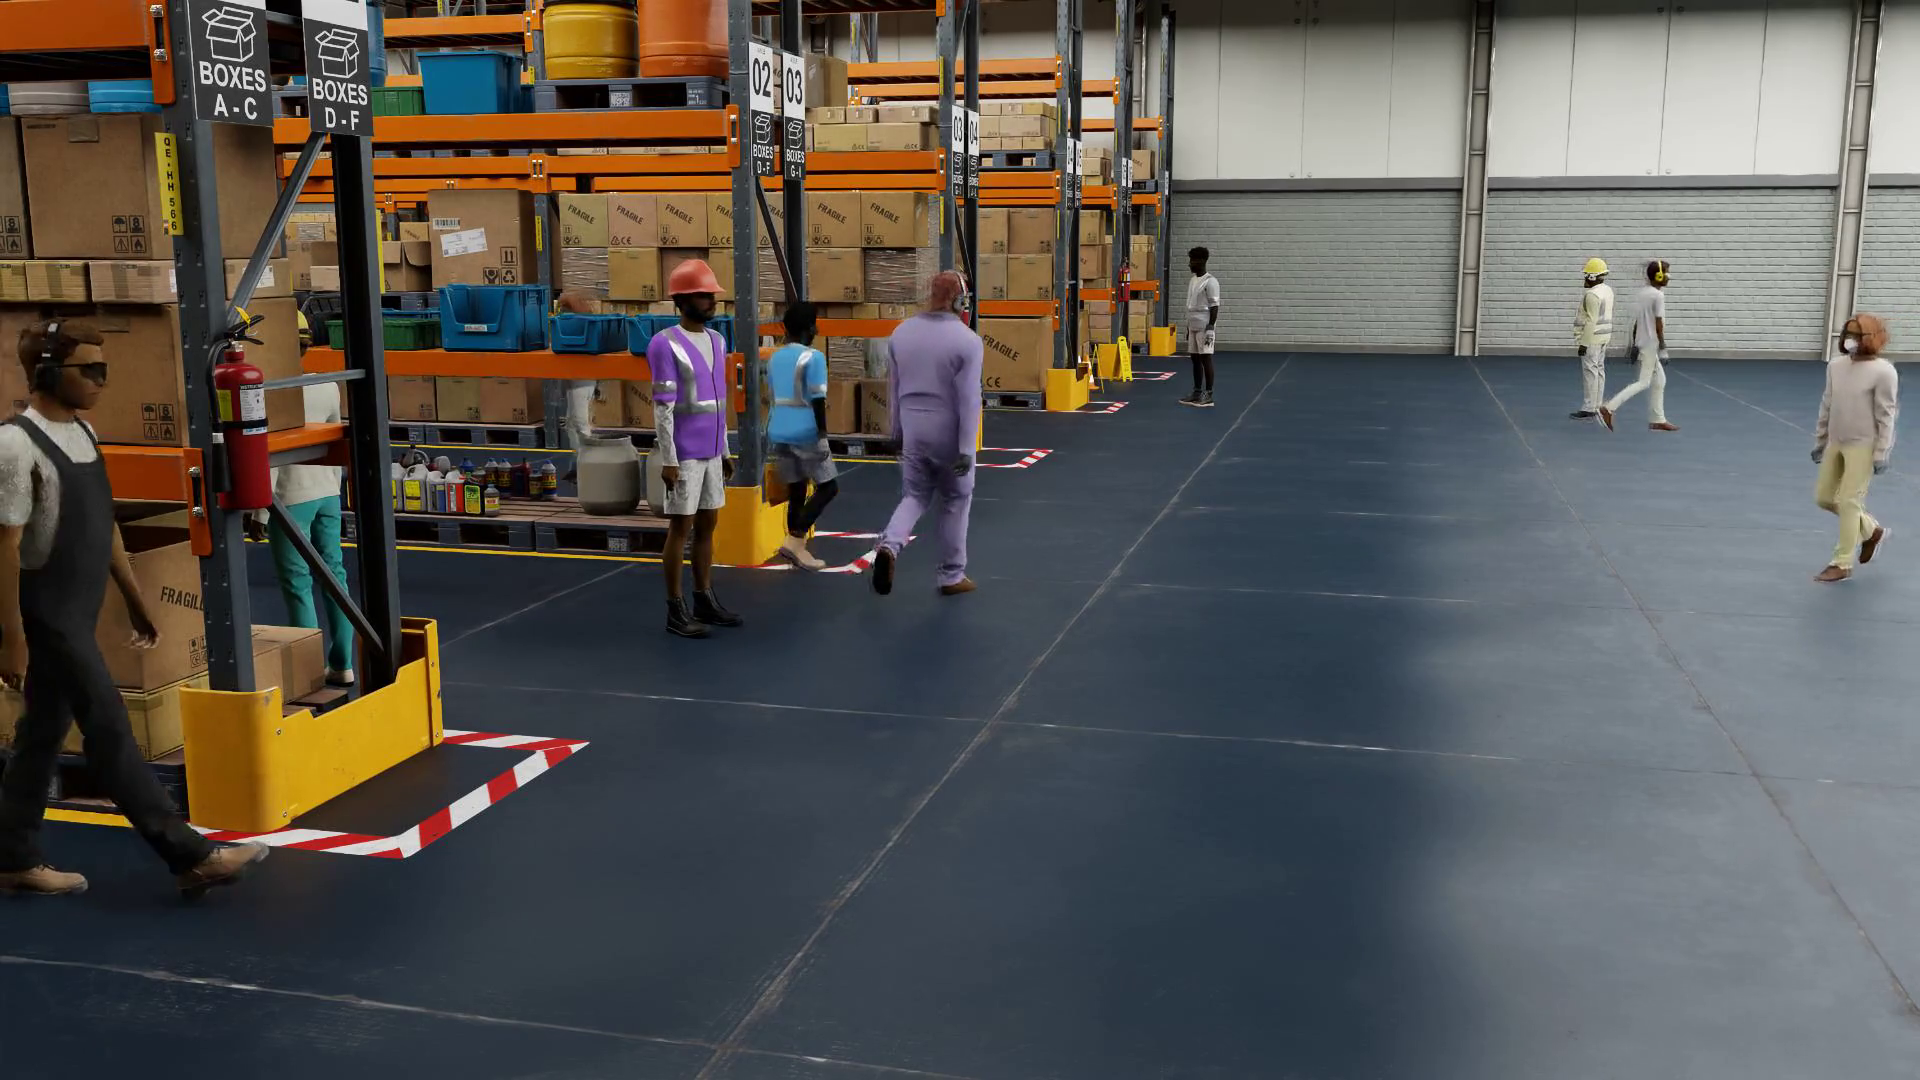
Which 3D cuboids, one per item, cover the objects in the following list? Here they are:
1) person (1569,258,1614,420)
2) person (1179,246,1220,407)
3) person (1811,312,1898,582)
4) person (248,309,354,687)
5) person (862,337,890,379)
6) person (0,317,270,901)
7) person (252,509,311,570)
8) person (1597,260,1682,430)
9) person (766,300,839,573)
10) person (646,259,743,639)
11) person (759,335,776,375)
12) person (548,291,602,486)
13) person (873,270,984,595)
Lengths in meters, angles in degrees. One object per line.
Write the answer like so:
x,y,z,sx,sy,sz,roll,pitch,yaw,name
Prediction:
7.214,-2.291,19.002,0.403,1.835,0.588,8,13,38,person
2.958,-2.627,20.499,0.361,1.962,0.612,-4,11,-20,person
5.396,-0.559,9.989,0.534,1.617,0.517,-3,11,-15,person
-2.955,-0.164,7.408,0.314,1.769,0.523,4,11,20,person
-0.792,-1.918,17.237,0.646,1.730,0.485,4,11,22,person
-2.600,0.232,5.094,0.950,1.801,0.509,-1,10,-8,person
-4.267,-0.524,9.866,0.836,1.603,0.530,2,10,12,person
7.309,-2.068,17.778,0.860,1.841,0.521,1,10,6,person
-0.977,-0.622,10.187,0.380,1.671,0.564,-10,14,-43,person
-1.361,-0.472,8.625,0.351,1.942,0.547,5,12,28,person
-2.260,-2.469,19.435,0.407,2.036,0.606,2,10,10,person
-3.244,-1.249,13.811,0.585,1.610,0.531,4,11,19,person
-0.164,-0.578,9.388,0.655,1.879,0.718,6,12,31,person
